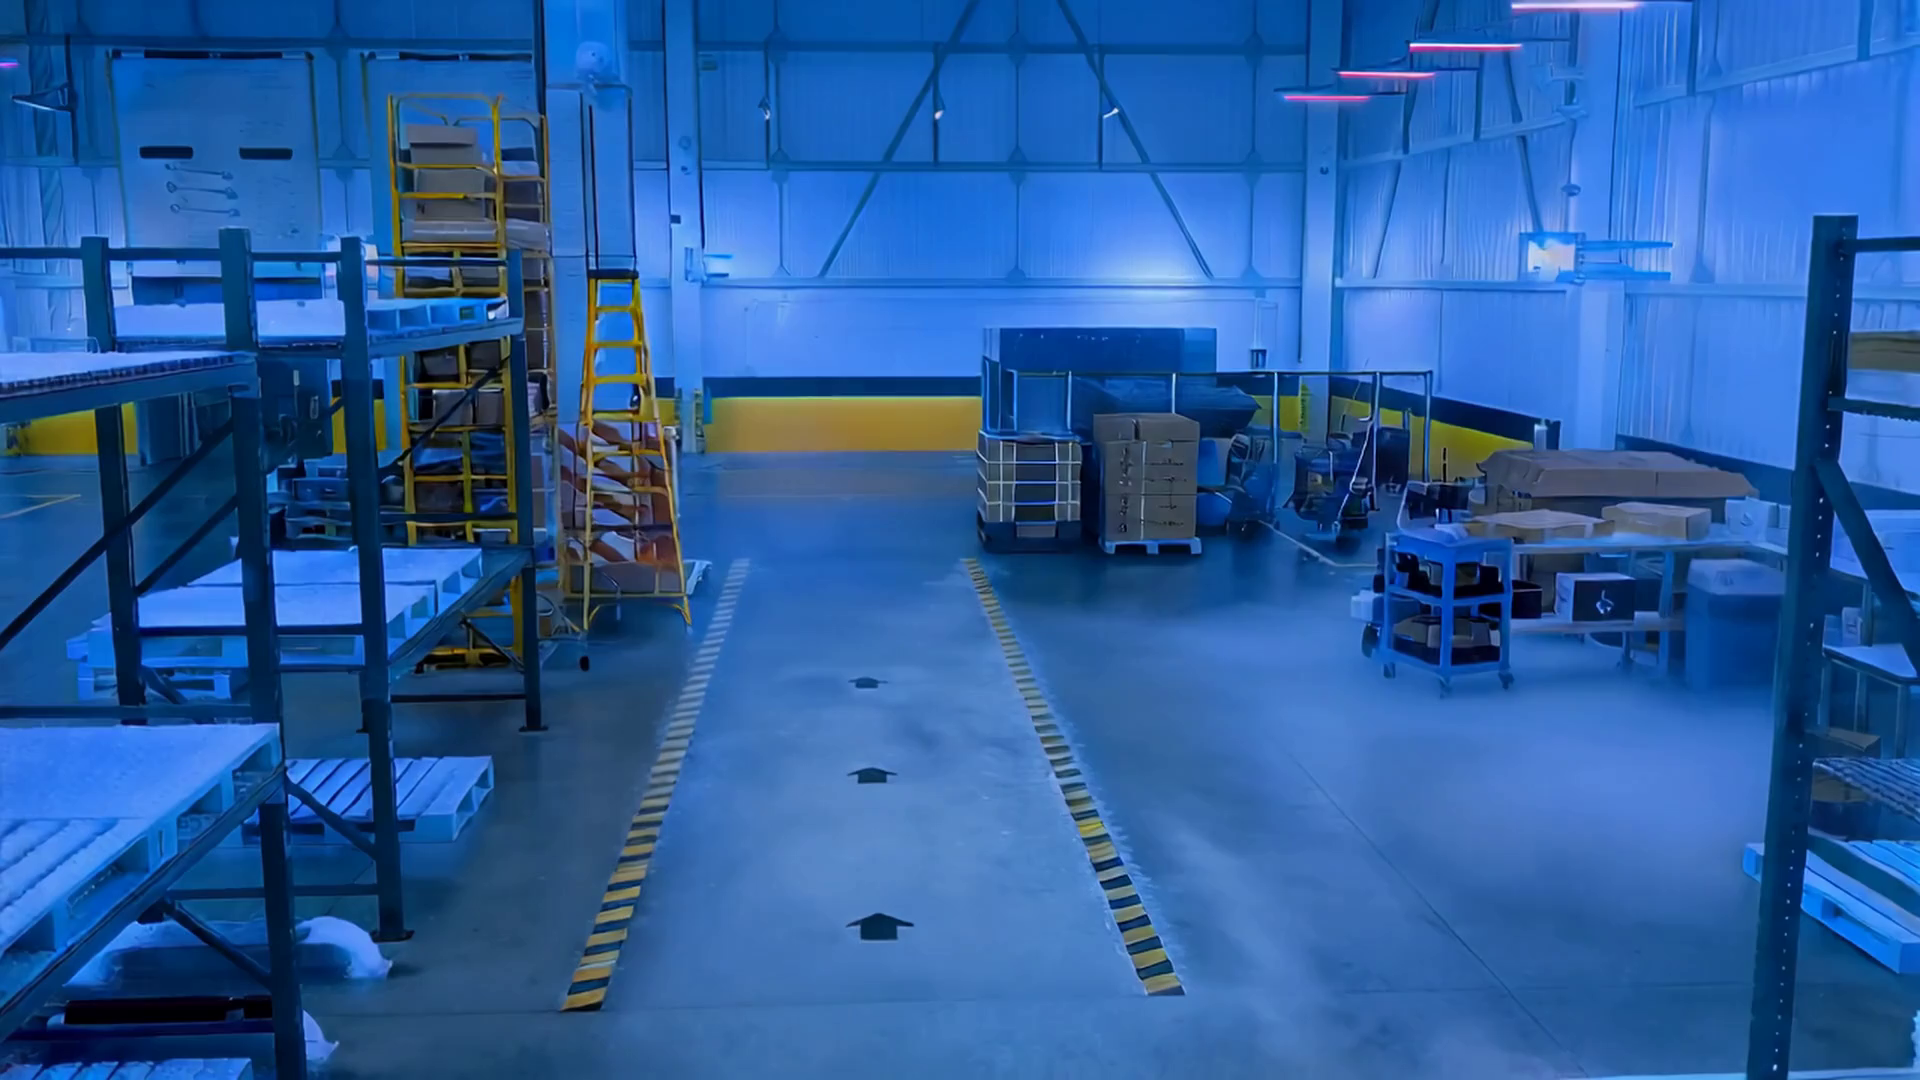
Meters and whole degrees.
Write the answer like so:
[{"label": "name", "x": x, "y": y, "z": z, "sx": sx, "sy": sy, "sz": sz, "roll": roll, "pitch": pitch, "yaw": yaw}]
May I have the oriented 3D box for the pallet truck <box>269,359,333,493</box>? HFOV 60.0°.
[{"label": "pallet truck", "x": -7.062, "y": -1.131, "z": 18.996, "sx": 1.885, "sy": 1.965, "sz": 0.823, "roll": 2, "pitch": 9, "yaw": 13}]
